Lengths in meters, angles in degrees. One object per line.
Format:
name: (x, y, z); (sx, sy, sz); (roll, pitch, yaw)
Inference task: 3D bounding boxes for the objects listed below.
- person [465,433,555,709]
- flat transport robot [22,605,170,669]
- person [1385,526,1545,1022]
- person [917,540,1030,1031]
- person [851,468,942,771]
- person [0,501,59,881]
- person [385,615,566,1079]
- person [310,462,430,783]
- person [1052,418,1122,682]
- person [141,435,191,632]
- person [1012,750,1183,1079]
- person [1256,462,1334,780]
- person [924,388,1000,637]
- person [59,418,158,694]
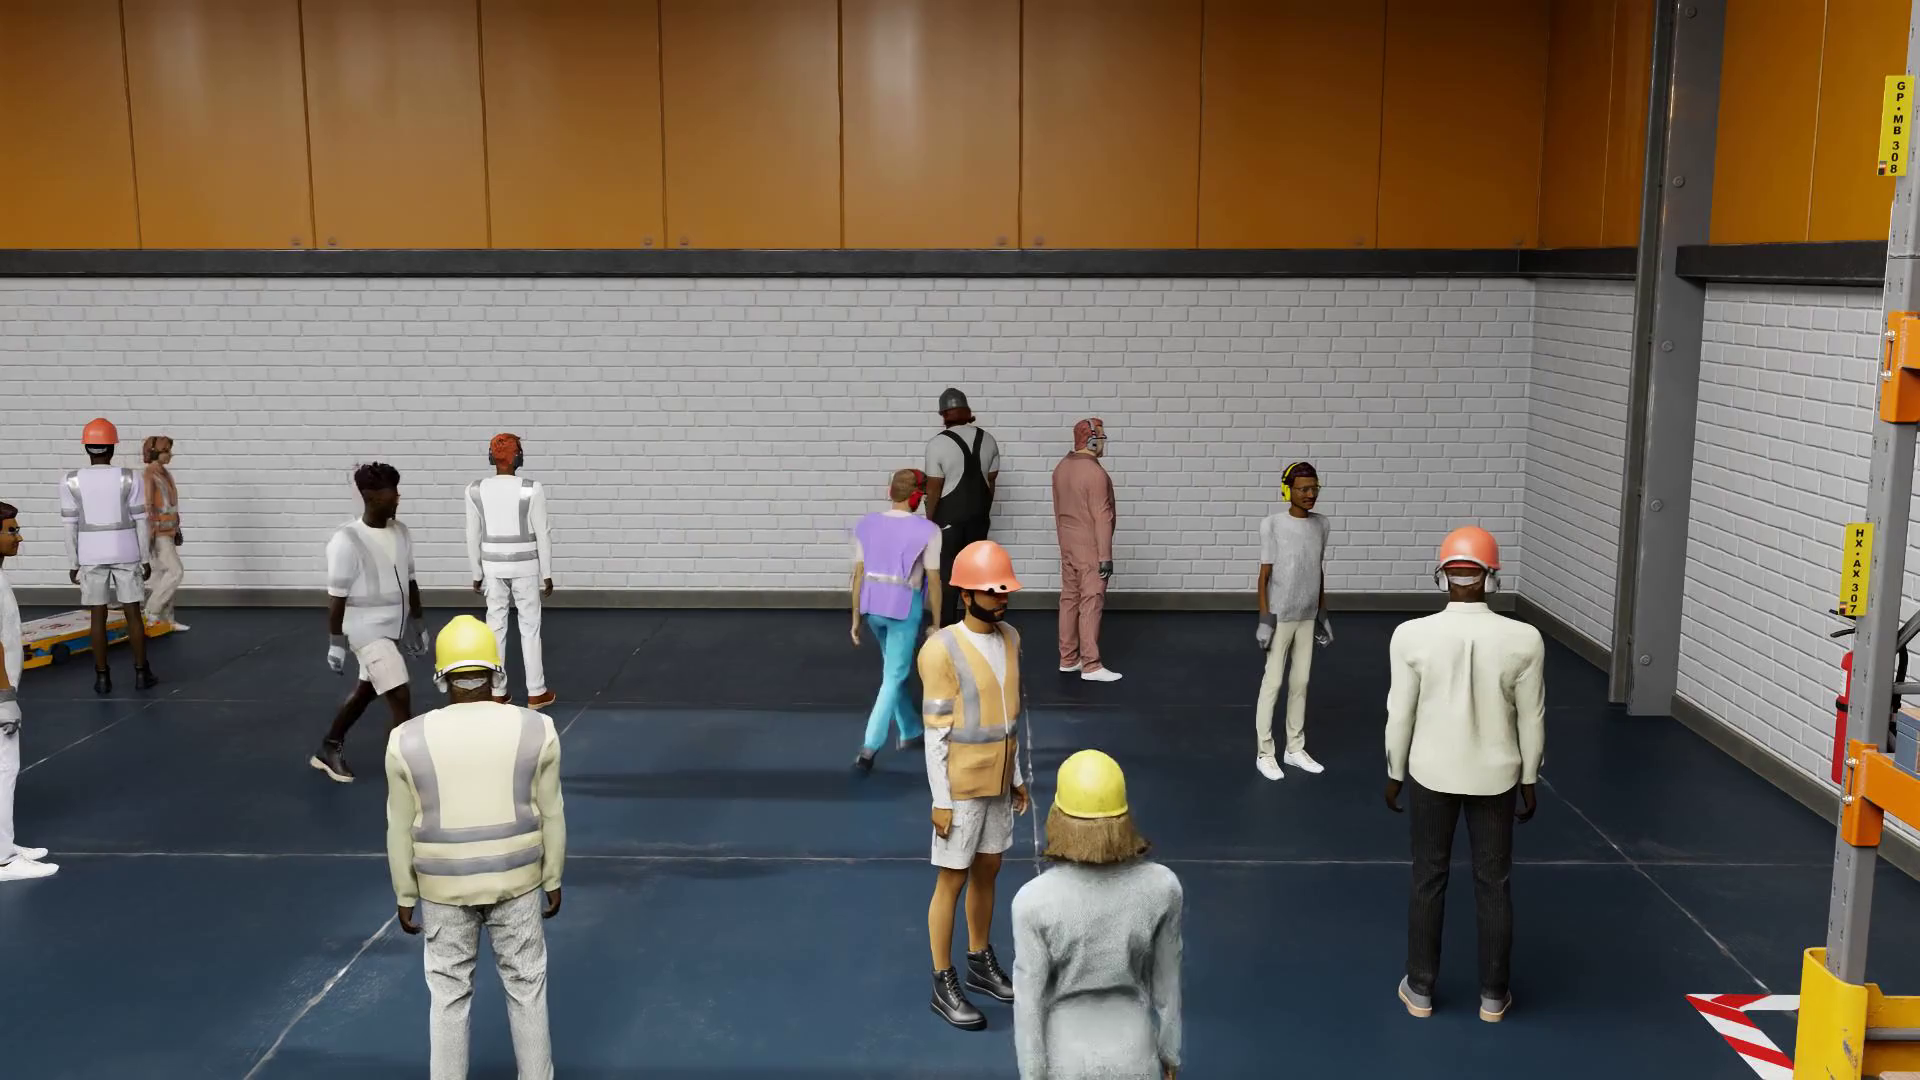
person: (-3.028, 0.218, 11.240); (0.572, 1.883, 0.356); (1, 9, 3)
flat transport robot: (-6.952, 0.743, 12.911); (0.652, 0.197, 1.431); (3, 10, 20)
person: (2.004, 0.935, 6.638); (0.609, 1.985, 0.392); (2, 10, 13)
person: (0.083, 0.957, 6.642); (0.362, 1.939, 0.543); (8, 12, 39)
person: (-0.404, 0.471, 10.023); (0.572, 1.794, 0.907); (5, 11, 29)
person: (-4.717, 0.736, 8.182); (0.309, 1.868, 0.535); (-7, 12, -36)
person: (-1.663, 1.165, 5.759); (0.591, 1.823, 0.405); (-3, 10, -18)
person: (-3.365, 0.495, 9.507); (1.005, 1.921, 0.608); (3, 10, 15)
person: (0.931, 0.069, 12.063); (0.407, 1.908, 0.641); (-5, 11, -27)
person: (-6.469, -0.040, 13.523); (0.372, 1.623, 0.540); (-2, 10, -10)
person: (0.383, 1.424, 4.512); (0.487, 1.722, 0.775); (-1, 10, -7)
person: (1.970, 0.466, 9.789); (0.517, 1.874, 0.327); (-5, 11, -26)
person: (-0.050, -0.224, 13.416); (0.674, 2.000, 0.535); (-7, 12, -35)
person: (-5.986, 0.113, 11.702); (0.547, 1.939, 0.376); (-3, 10, -19)
